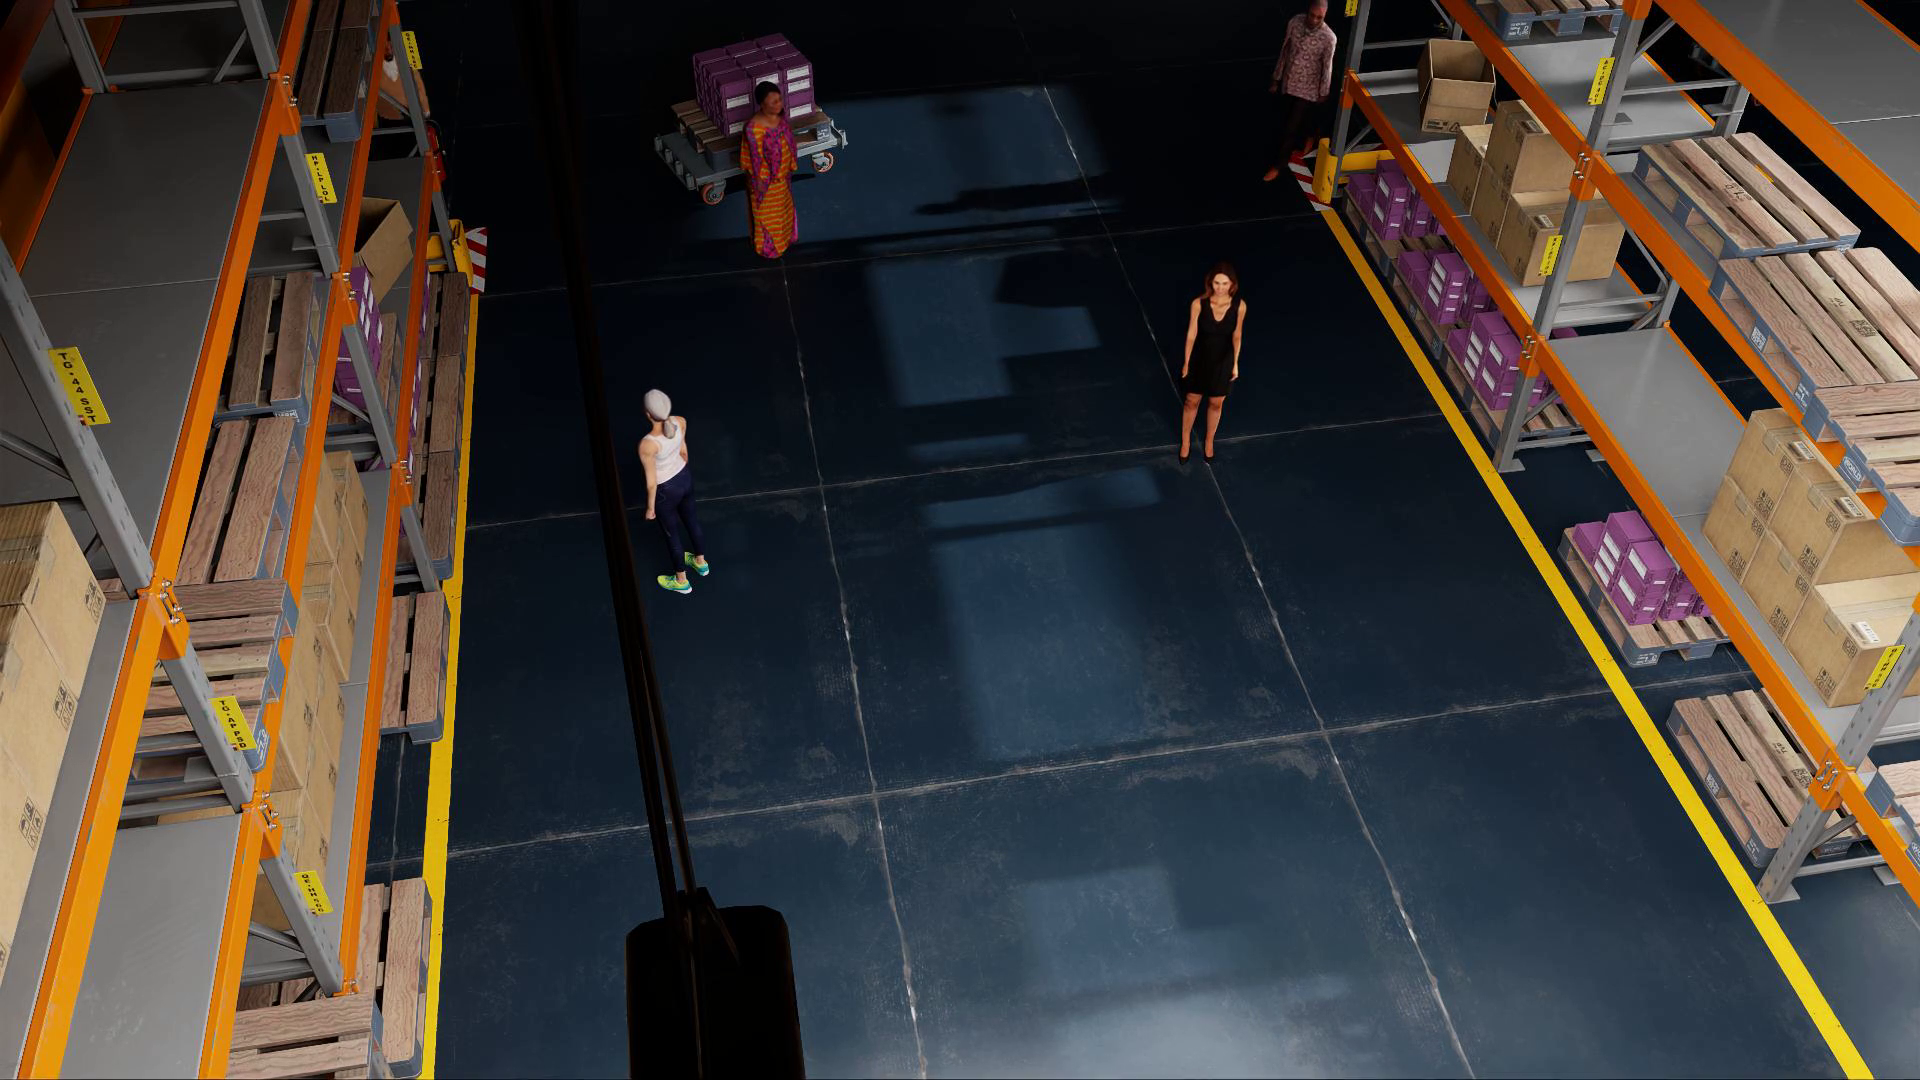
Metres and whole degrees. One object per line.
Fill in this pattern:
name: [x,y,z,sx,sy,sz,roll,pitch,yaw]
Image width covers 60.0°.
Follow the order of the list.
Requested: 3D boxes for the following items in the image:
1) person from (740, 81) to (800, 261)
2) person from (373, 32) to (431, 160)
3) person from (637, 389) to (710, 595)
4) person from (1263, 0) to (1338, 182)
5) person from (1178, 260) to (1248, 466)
person: [-1.644,-3.262,14.547,0.859,1.675,0.788,21,47,20]
person: [-5.112,-3.866,15.143,0.910,1.725,1.103,-19,47,-19]
person: [-1.983,-0.341,11.460,0.740,1.702,0.671,24,48,23]
person: [3.242,-4.277,15.535,1.101,1.780,1.192,-28,50,-26]
person: [1.865,-1.291,12.362,0.620,1.834,0.587,1,44,1]
